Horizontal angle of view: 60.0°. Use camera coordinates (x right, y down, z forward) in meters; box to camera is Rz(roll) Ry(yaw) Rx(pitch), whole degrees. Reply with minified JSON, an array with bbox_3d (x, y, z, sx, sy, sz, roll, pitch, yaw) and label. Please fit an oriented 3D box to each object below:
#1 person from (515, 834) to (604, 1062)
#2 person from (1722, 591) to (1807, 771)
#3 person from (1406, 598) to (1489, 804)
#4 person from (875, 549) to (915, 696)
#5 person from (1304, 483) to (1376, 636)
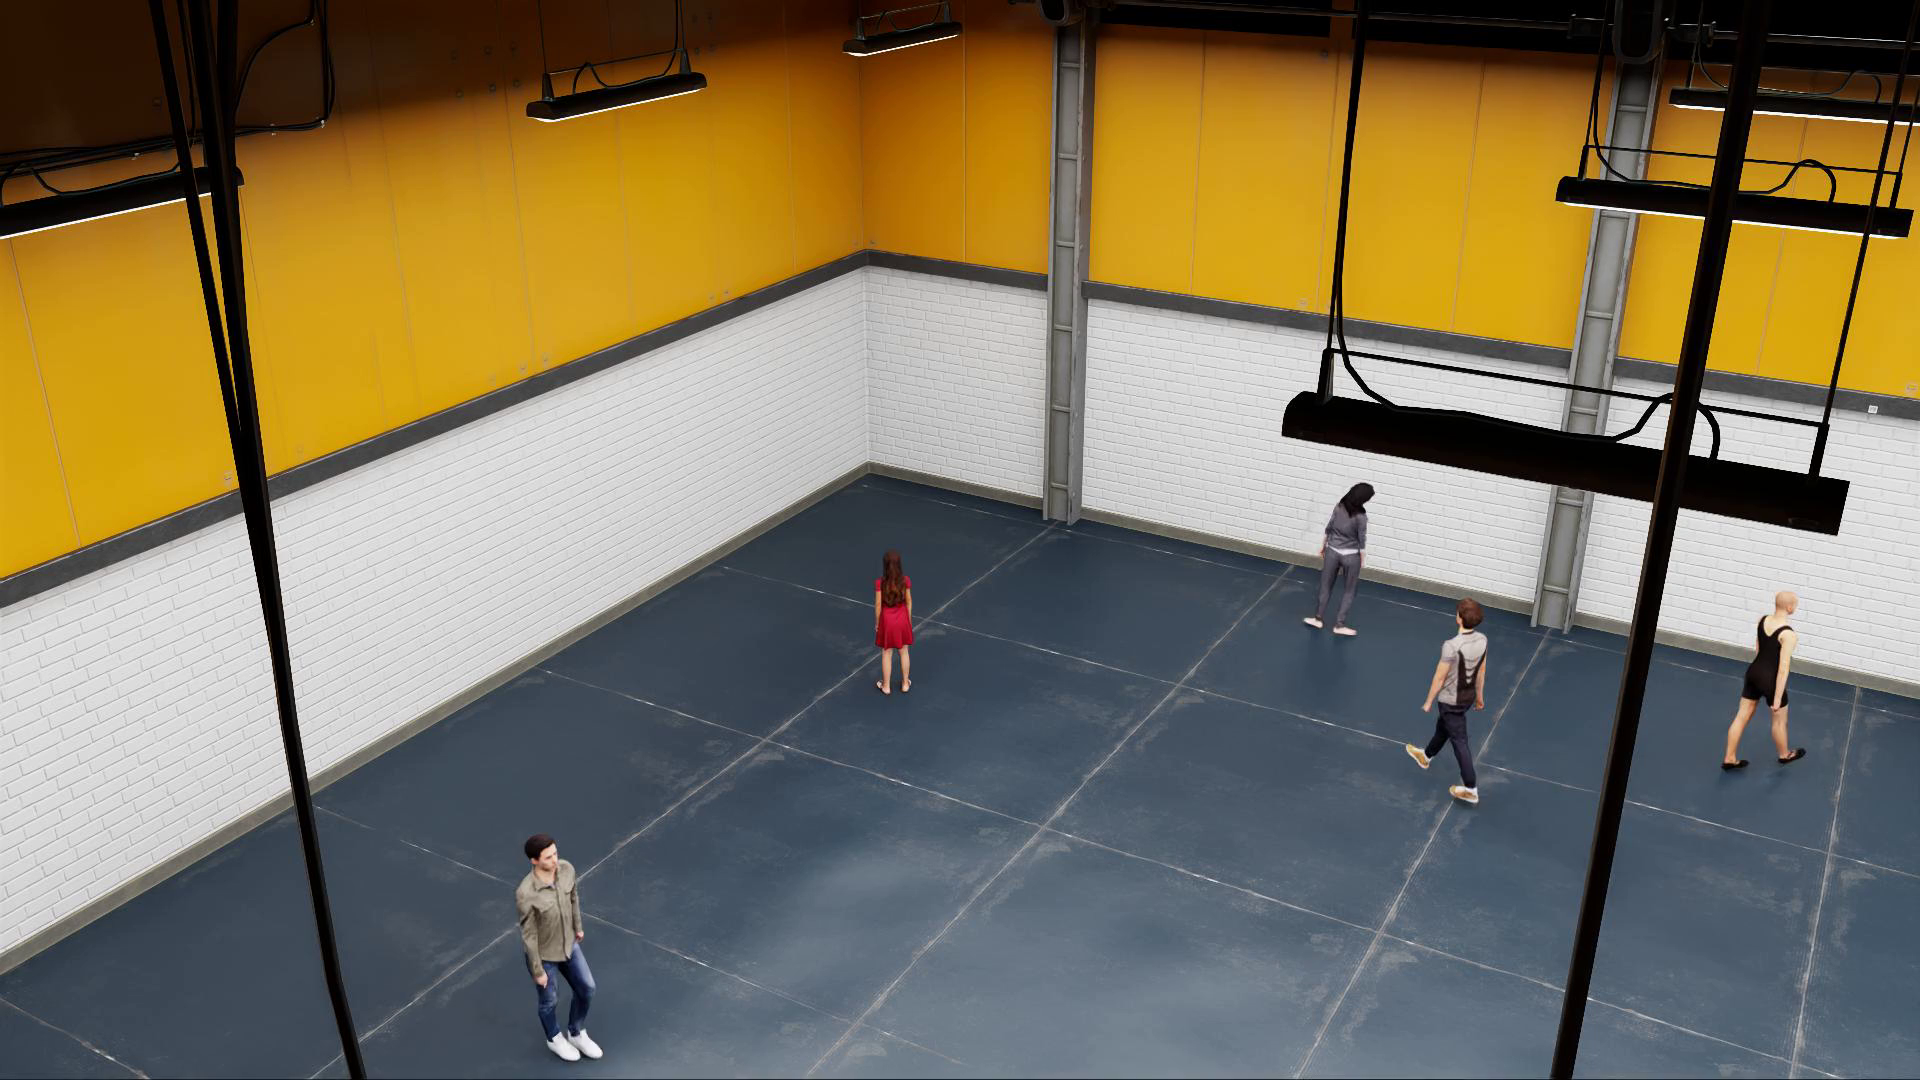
[{"bbox_3d":[-2.896,2.811,11.577,0.688,1.853,0.743,15,28,31],"label":"person"},{"bbox_3d":[7.226,1.310,15.094,1.141,1.785,1.079,-6,24,-13],"label":"person"},{"bbox_3d":[4.448,1.454,14.688,1.074,1.847,1.290,-13,27,-27],"label":"person"},{"bbox_3d":[-0.660,0.802,16.549,0.680,1.552,0.740,-6,24,-13],"label":"person"},{"bbox_3d":[4.022,0.180,17.759,0.554,1.722,0.863,13,27,27],"label":"person"}]
